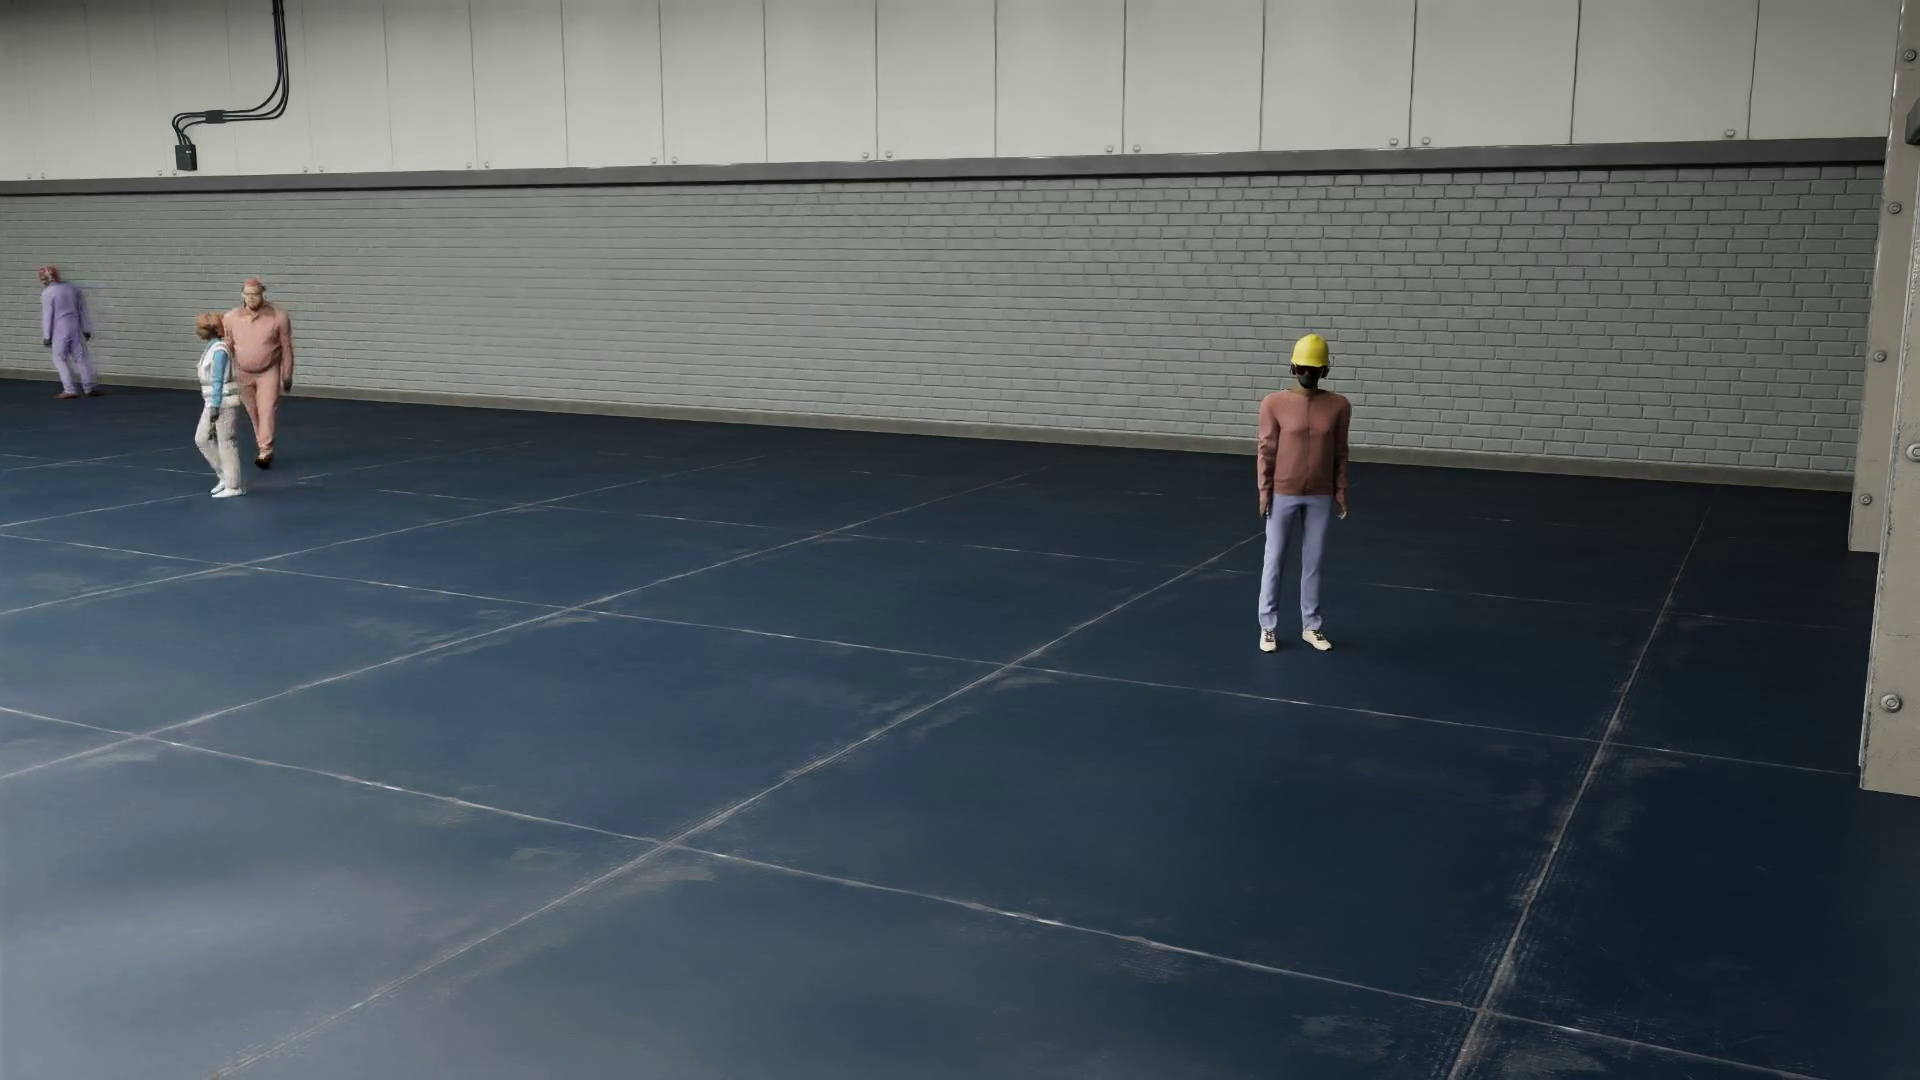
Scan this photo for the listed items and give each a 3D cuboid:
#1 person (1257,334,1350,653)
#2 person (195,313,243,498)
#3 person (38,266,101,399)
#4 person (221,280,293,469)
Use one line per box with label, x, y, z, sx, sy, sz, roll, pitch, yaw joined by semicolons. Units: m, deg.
person;1.893;-0.250;9.176;0.523;1.763;0.329;-1;10;-6
person;-6.501;-1.165;14.546;0.375;1.625;0.516;-7;13;-35
person;-12.642;-2.939;23.552;0.428;1.870;0.804;3;11;17
person;-6.984;-1.641;16.512;0.637;1.851;1.013;-1;10;-7
